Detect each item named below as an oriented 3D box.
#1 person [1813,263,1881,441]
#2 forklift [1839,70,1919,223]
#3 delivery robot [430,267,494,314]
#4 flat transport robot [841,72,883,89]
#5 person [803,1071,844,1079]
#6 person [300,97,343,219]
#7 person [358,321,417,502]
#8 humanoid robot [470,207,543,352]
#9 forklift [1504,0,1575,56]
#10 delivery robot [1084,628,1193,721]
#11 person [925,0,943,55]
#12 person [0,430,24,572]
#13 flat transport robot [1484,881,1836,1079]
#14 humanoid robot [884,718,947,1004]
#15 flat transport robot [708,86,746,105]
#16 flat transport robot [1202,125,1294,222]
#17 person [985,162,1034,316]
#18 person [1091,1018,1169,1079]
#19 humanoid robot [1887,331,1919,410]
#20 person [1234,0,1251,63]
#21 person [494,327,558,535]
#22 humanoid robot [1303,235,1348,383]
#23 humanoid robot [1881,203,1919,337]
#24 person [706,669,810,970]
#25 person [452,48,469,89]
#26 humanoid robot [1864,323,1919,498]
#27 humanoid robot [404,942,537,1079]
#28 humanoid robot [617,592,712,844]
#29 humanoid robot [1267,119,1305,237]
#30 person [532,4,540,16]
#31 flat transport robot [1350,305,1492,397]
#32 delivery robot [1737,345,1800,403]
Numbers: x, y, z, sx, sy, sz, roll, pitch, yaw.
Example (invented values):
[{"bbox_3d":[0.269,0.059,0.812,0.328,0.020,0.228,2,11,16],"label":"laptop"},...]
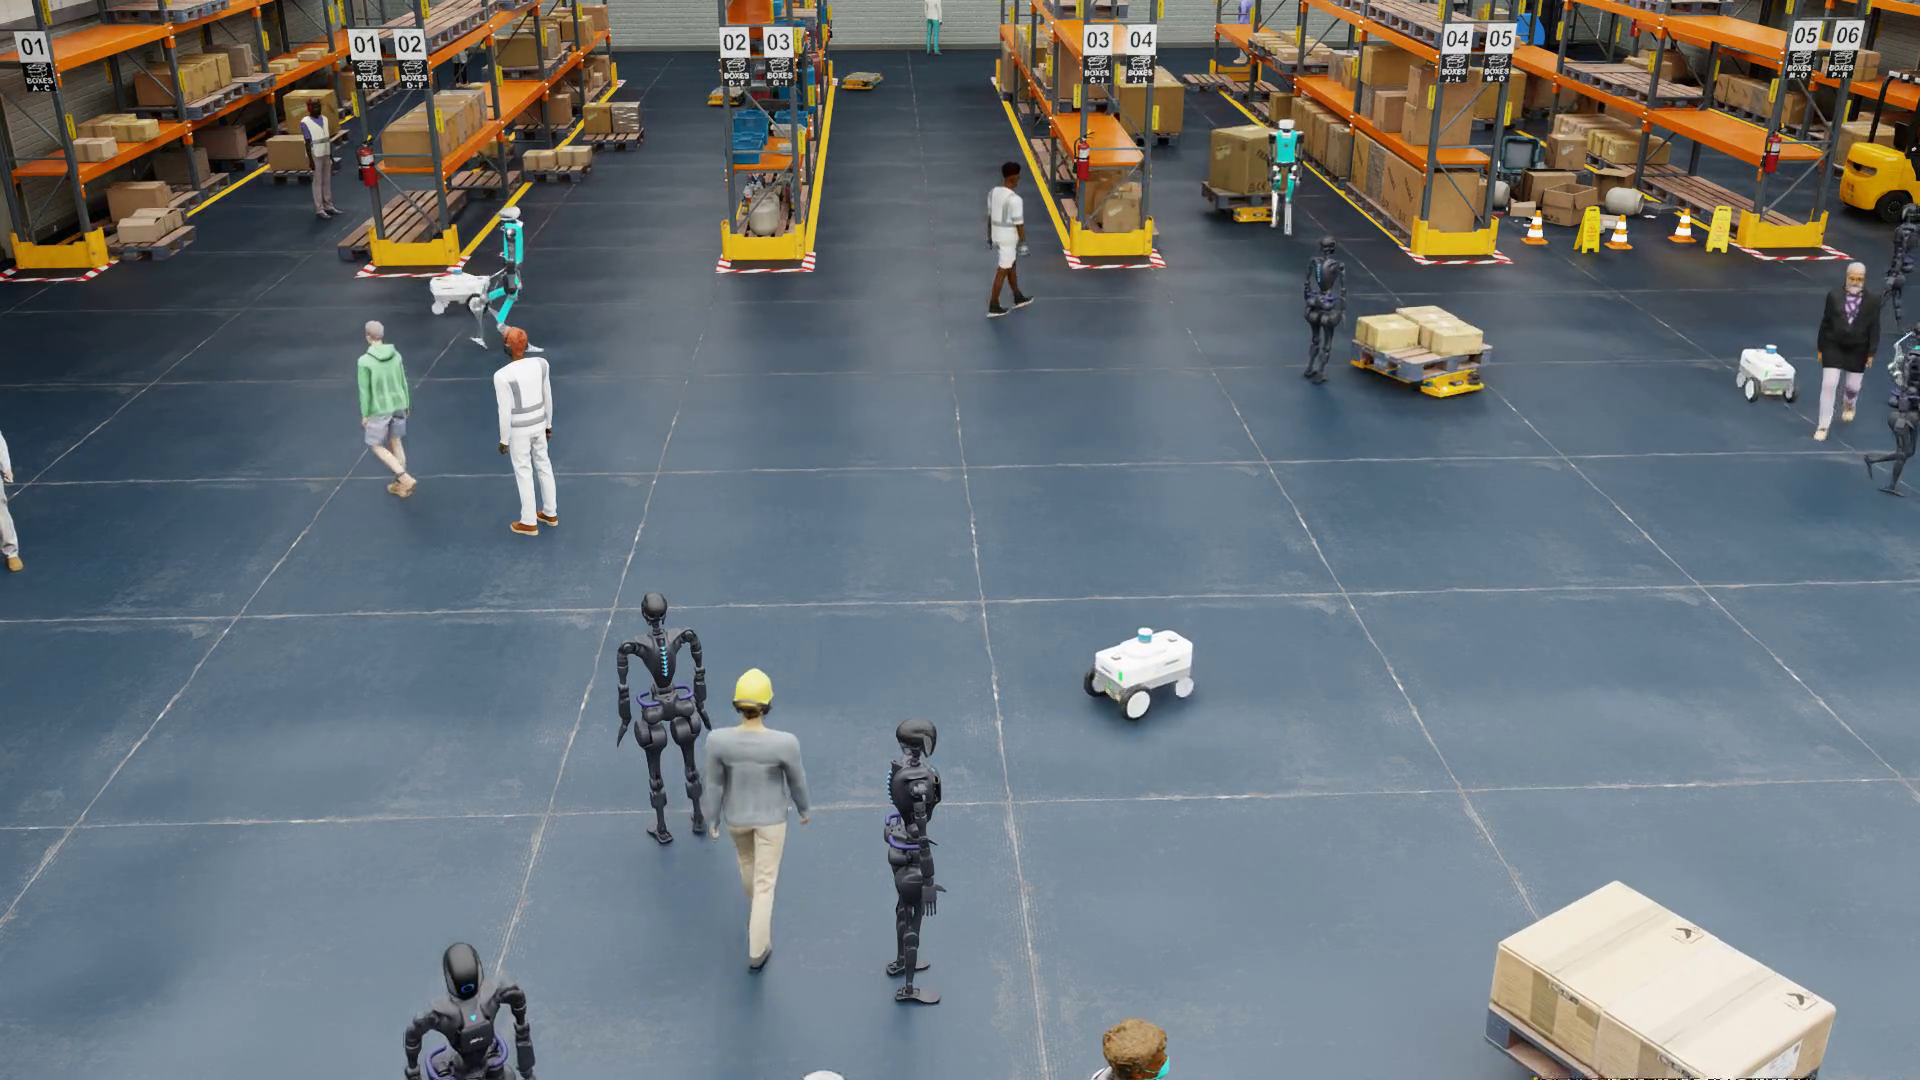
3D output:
[{"bbox_3d":[9.043,-1.954,16.967,0.562,1.830,0.741,13,27,27],"label":"person"},{"bbox_3d":[15.132,-6.143,25.915,2.313,2.155,1.214,-1,24,-2],"label":"forklift"},{"bbox_3d":[-6.365,-3.182,21.276,0.789,0.598,0.499,-2,24,-4],"label":"delivery robot"},{"bbox_3d":[-2.231,-10.520,38.111,0.659,0.231,1.431,4,24,9],"label":"flat transport robot"},{"bbox_3d":[-0.577,2.815,6.195,0.446,1.858,0.624,-1,24,-3],"label":"person"},{"bbox_3d":[-9.993,-5.967,25.940,0.389,1.845,0.562,7,25,15],"label":"person"},{"bbox_3d":[-5.241,-1.165,15.296,0.544,1.722,0.490,17,29,34],"label":"person"},{"bbox_3d":[-5.480,-3.001,19.481,1.018,1.781,0.534,-2,24,-6],"label":"humanoid robot"},{"bbox_3d":[14.700,-13.805,42.301,1.873,2.768,1.129,-1,24,-2],"label":"forklift"},{"bbox_3d":[1.326,0.924,12.037,0.785,0.587,0.499,-15,28,-30],"label":"delivery robot"},{"bbox_3d":[-0.666,-13.327,42.576,0.532,1.768,0.308,18,29,34],"label":"person"},{"bbox_3d":[-8.222,-0.600,13.839,0.570,1.889,0.383,-11,26,-24],"label":"person"},{"bbox_3d":[3.386,2.730,8.339,1.431,0.231,0.659,-15,28,-31],"label":"flat transport robot"},{"bbox_3d":[-0.244,1.687,8.932,0.315,1.657,0.599,-3,24,-8],"label":"humanoid robot"},{"bbox_3d":[-5.041,-9.641,36.137,0.659,0.231,1.431,1,24,1],"label":"flat transport robot"},{"bbox_3d":[4.527,-5.277,26.330,0.659,0.231,1.431,-3,24,-7],"label":"flat transport robot"},{"bbox_3d":[0.700,-3.810,20.979,0.883,1.933,0.639,-13,27,-27],"label":"person"},{"bbox_3d":[0.625,2.659,6.492,0.379,1.913,0.493,-2,24,-4],"label":"person"},{"bbox_3d":[10.109,-2.077,17.382,0.820,1.794,0.561,-1,24,-3],"label":"humanoid robot"},{"bbox_3d":[7.050,-12.755,41.252,0.377,1.797,0.600,11,26,23],"label":"person"},{"bbox_3d":[-3.827,-0.964,14.655,0.349,1.882,0.582,16,29,32],"label":"person"},{"bbox_3d":[4.057,-2.580,18.531,0.336,1.657,0.601,-21,31,-39],"label":"humanoid robot"},{"bbox_3d":[11.276,-3.265,20.106,0.704,1.629,0.597,11,26,24],"label":"humanoid robot"},{"bbox_3d":[-1.107,1.485,9.326,0.546,1.724,0.840,3,24,7],"label":"person"},{"bbox_3d":[-11.301,-11.057,37.558,0.539,1.698,0.316,15,28,30],"label":"person"},{"bbox_3d":[8.807,-1.240,15.531,0.599,1.639,0.483,-19,30,-36],"label":"humanoid robot"},{"bbox_3d":[-2.146,2.419,7.322,0.609,1.645,0.405,-16,29,-32],"label":"humanoid robot"},{"bbox_3d":[-1.832,1.085,10.285,0.599,1.657,0.315,-10,26,-22],"label":"humanoid robot"},{"bbox_3d":[4.861,-5.490,25.032,0.544,1.753,0.887,3,24,6],"label":"humanoid robot"},{"bbox_3d":[-10.467,-12.629,40.889,0.373,1.863,0.504,-8,25,-17],"label":"person"},{"bbox_3d":[5.154,-1.930,18.810,0.659,0.231,1.431,-13,27,-28],"label":"flat transport robot"},{"bbox_3d":[8.847,-1.830,18.232,0.499,0.594,0.778,1,24,2],"label":"delivery robot"}]
